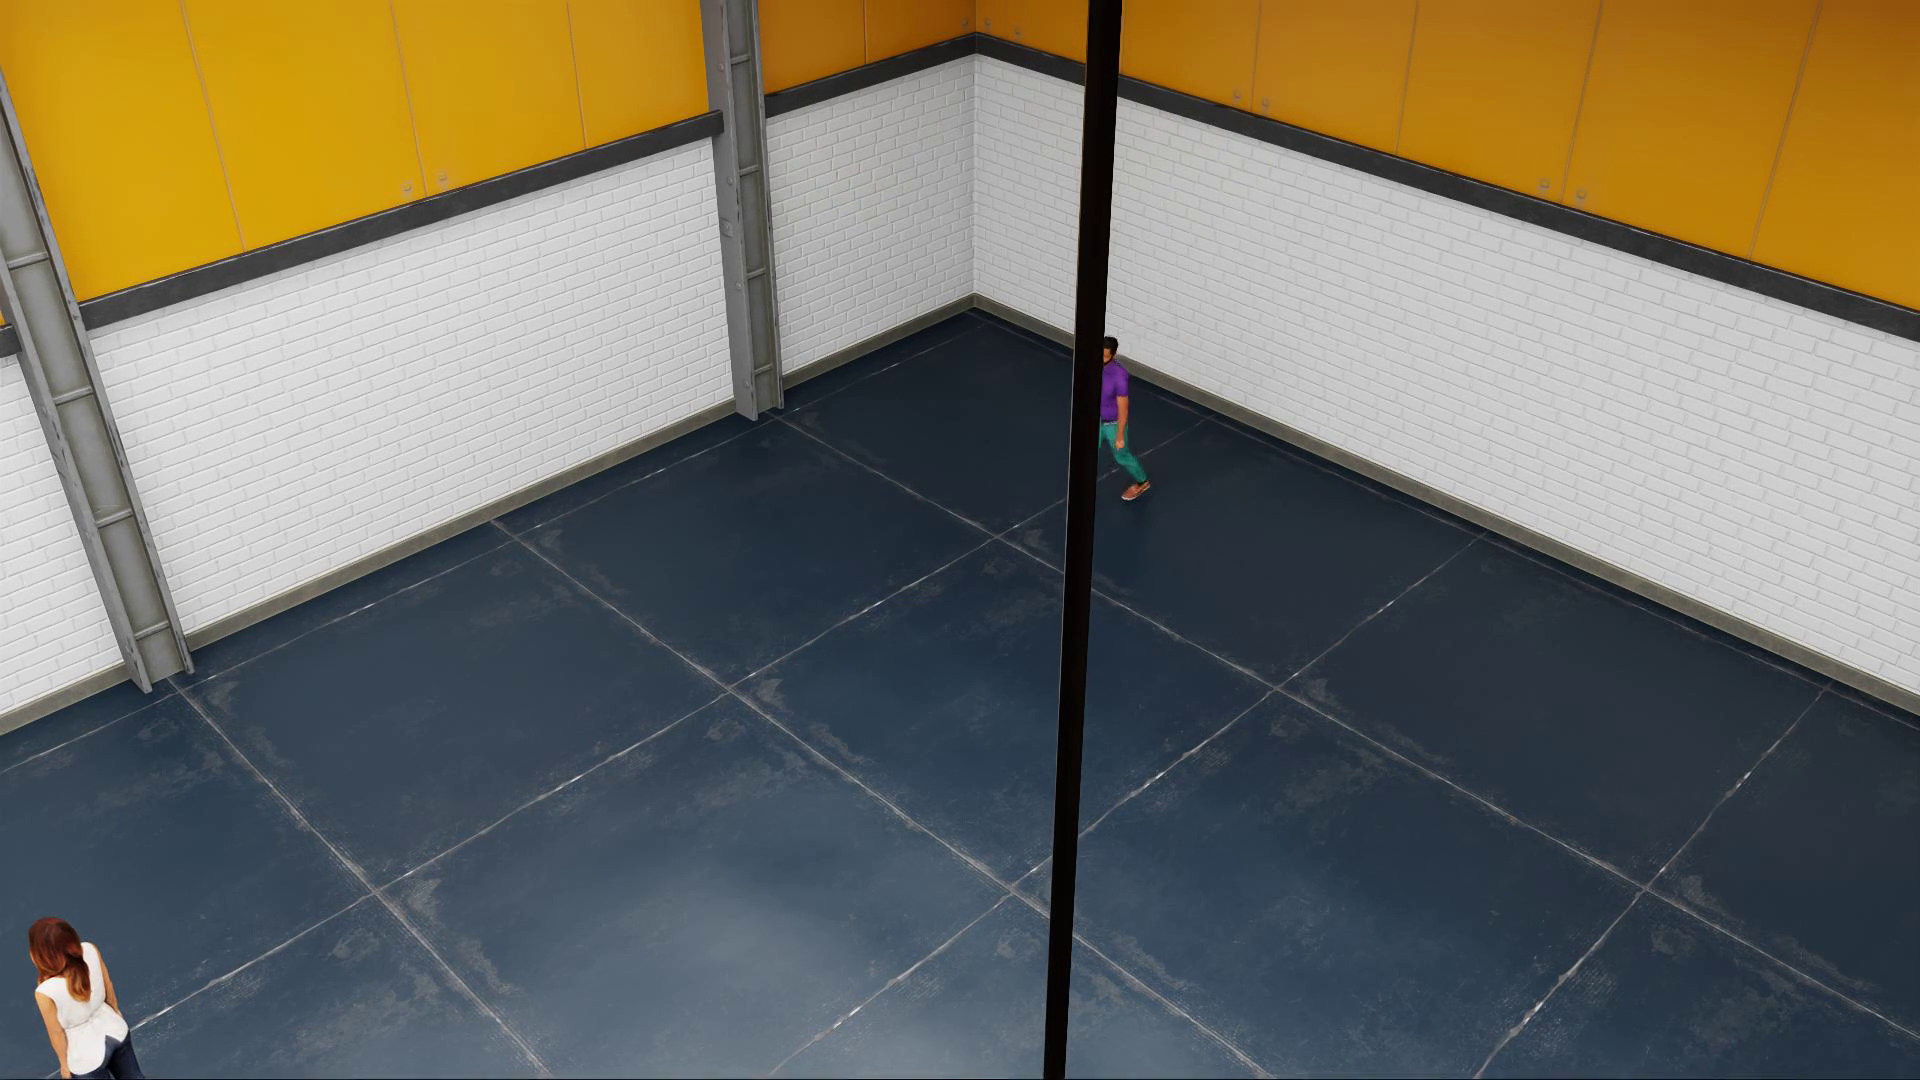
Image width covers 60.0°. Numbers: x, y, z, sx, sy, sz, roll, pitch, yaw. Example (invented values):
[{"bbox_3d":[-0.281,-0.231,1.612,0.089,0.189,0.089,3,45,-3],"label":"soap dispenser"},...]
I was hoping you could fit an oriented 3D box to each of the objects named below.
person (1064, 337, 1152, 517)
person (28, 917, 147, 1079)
[{"bbox_3d":[1.378,-1.032,14.554,1.182,1.723,0.710,-23,40,-30],"label":"person"},{"bbox_3d":[-4.606,2.694,8.894,0.716,1.784,0.609,9,35,13],"label":"person"}]
